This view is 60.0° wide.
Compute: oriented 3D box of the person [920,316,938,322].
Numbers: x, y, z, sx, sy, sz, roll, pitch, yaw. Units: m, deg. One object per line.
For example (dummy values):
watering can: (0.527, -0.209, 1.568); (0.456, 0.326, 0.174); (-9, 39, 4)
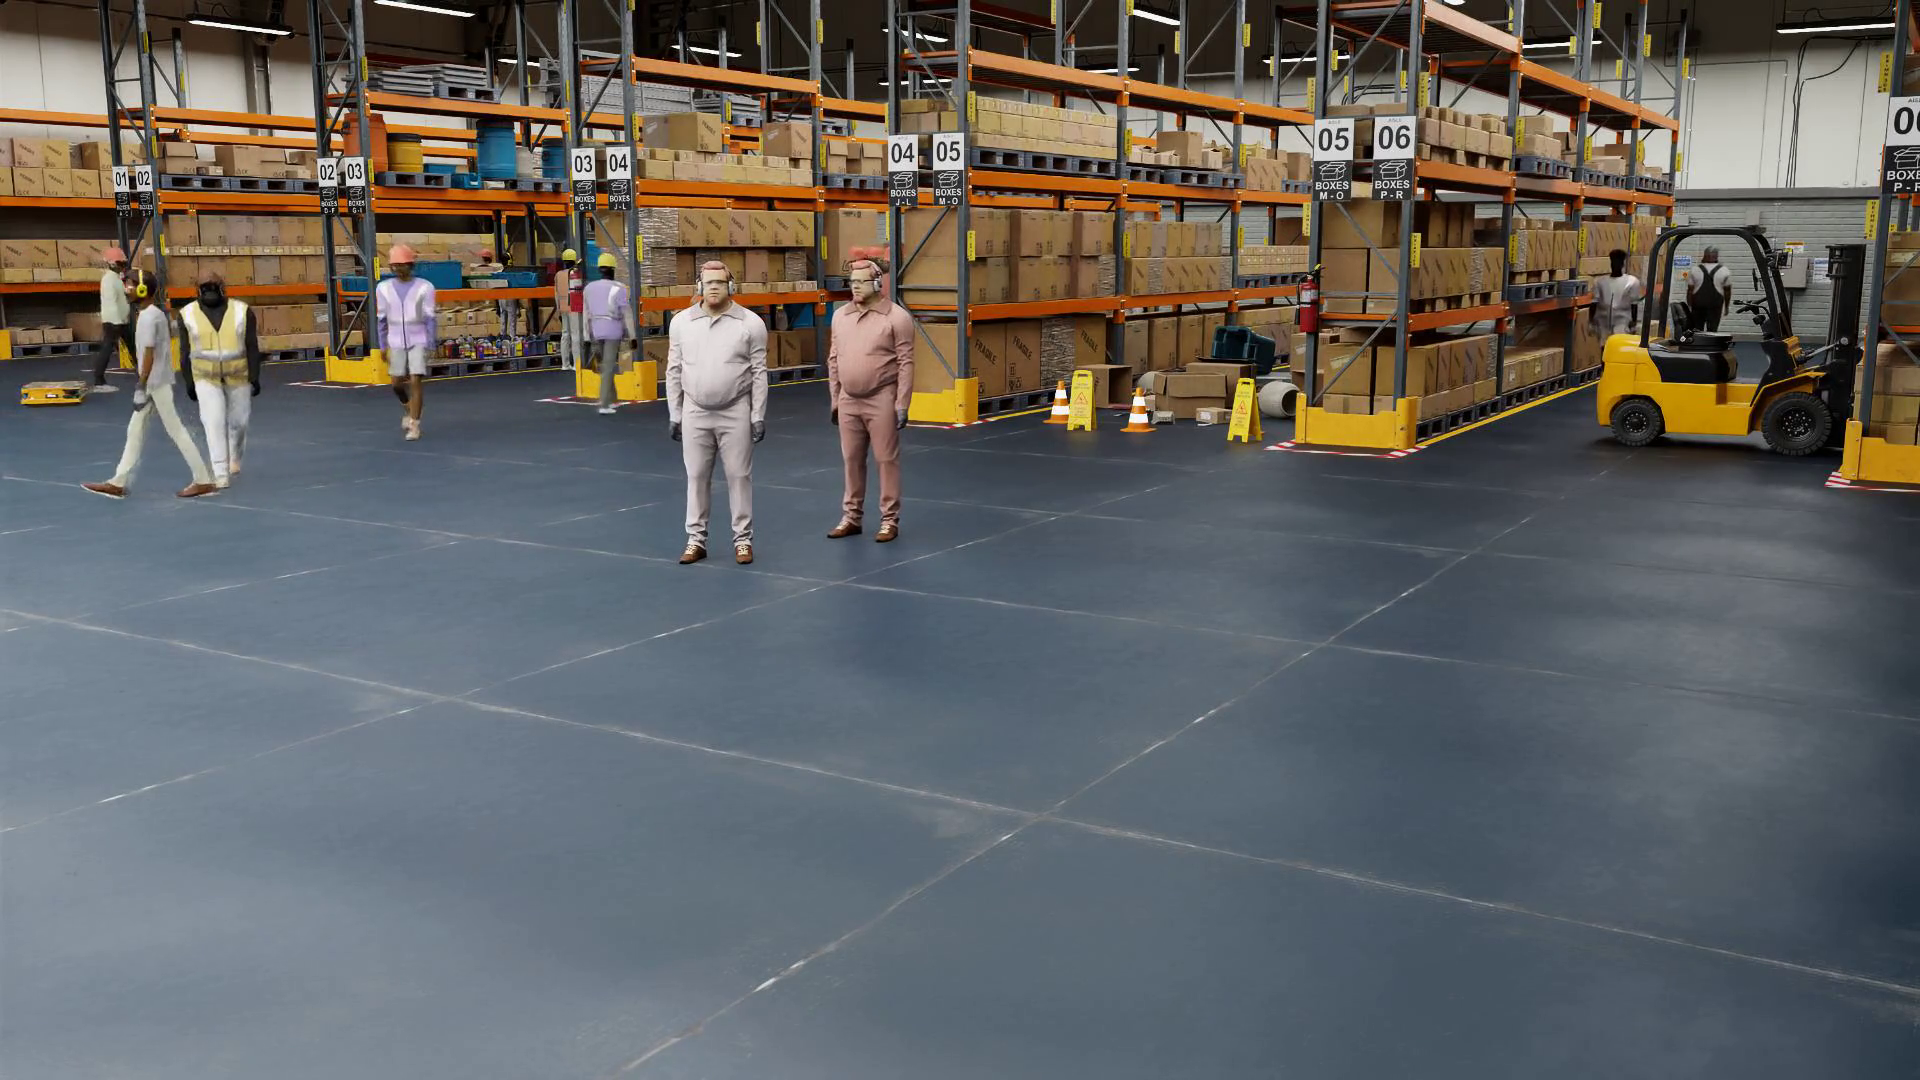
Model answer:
person: (-0.521, -3.212, 24.021); (0.567, 1.918, 0.470); (9, 13, 41)

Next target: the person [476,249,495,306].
person: (-9.743, -5.087, 34.608); (0.550, 1.887, 0.975); (6, 12, 30)

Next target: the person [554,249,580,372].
person: (-6.143, -3.625, 26.297); (0.594, 1.929, 0.352); (7, 12, 33)

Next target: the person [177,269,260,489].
person: (-6.225, -1.369, 14.010); (0.615, 1.813, 0.797); (-5, 11, -25)

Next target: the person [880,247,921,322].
person: (-0.802, -2.634, 20.574); (0.625, 1.991, 0.394); (4, 11, 19)

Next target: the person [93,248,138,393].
person: (-11.339, -2.969, 22.574); (1.029, 1.941, 0.653); (-2, 10, -11)

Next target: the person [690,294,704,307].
person: (-3.119, -2.524, 20.791); (0.535, 1.697, 0.318); (5, 11, 26)

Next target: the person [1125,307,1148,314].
person: (3.140, -4.218, 29.877); (0.429, 1.844, 0.626); (-10, 14, -44)

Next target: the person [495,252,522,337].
person: (-7.727, -3.978, 28.453); (0.532, 1.868, 0.310); (5, 11, 26)

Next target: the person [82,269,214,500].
person: (-6.423, -1.212, 13.094); (0.961, 1.817, 0.551); (-5, 11, -25)

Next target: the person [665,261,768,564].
person: (-1.539, -0.795, 10.504); (0.648, 1.913, 0.409); (0, 10, 2)

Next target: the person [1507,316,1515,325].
person: (10.936, -4.644, 32.796); (0.883, 1.660, 0.529); (9, 14, 41)

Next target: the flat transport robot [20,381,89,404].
flat transport robot: (-11.540, -1.886, 21.211); (0.652, 0.197, 1.431); (-4, 11, -23)

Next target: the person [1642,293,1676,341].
person: (12.759, -4.347, 30.410); (0.653, 1.915, 0.628); (-9, 14, -42)

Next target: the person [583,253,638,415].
person: (-4.135, -2.454, 19.855); (0.596, 1.893, 0.867); (5, 11, 24)

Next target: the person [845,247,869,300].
person: (-1.172, -2.932, 22.301); (1.052, 1.984, 0.706); (-6, 12, -30)

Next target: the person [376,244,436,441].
person: (-5.711, -2.048, 17.240); (0.607, 2.023, 0.607); (-1, 10, -5)

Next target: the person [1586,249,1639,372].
person: (8.698, -2.901, 22.235); (0.606, 1.940, 0.795); (7, 12, 33)

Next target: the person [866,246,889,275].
person: (-1.281, -3.352, 24.647); (0.649, 1.970, 0.623); (6, 12, 29)

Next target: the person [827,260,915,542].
person: (-0.628, -0.938, 11.317); (0.642, 1.909, 0.399); (5, 11, 27)

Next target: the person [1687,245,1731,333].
person: (12.924, -4.115, 28.736); (0.690, 2.000, 0.976); (5, 11, 24)
